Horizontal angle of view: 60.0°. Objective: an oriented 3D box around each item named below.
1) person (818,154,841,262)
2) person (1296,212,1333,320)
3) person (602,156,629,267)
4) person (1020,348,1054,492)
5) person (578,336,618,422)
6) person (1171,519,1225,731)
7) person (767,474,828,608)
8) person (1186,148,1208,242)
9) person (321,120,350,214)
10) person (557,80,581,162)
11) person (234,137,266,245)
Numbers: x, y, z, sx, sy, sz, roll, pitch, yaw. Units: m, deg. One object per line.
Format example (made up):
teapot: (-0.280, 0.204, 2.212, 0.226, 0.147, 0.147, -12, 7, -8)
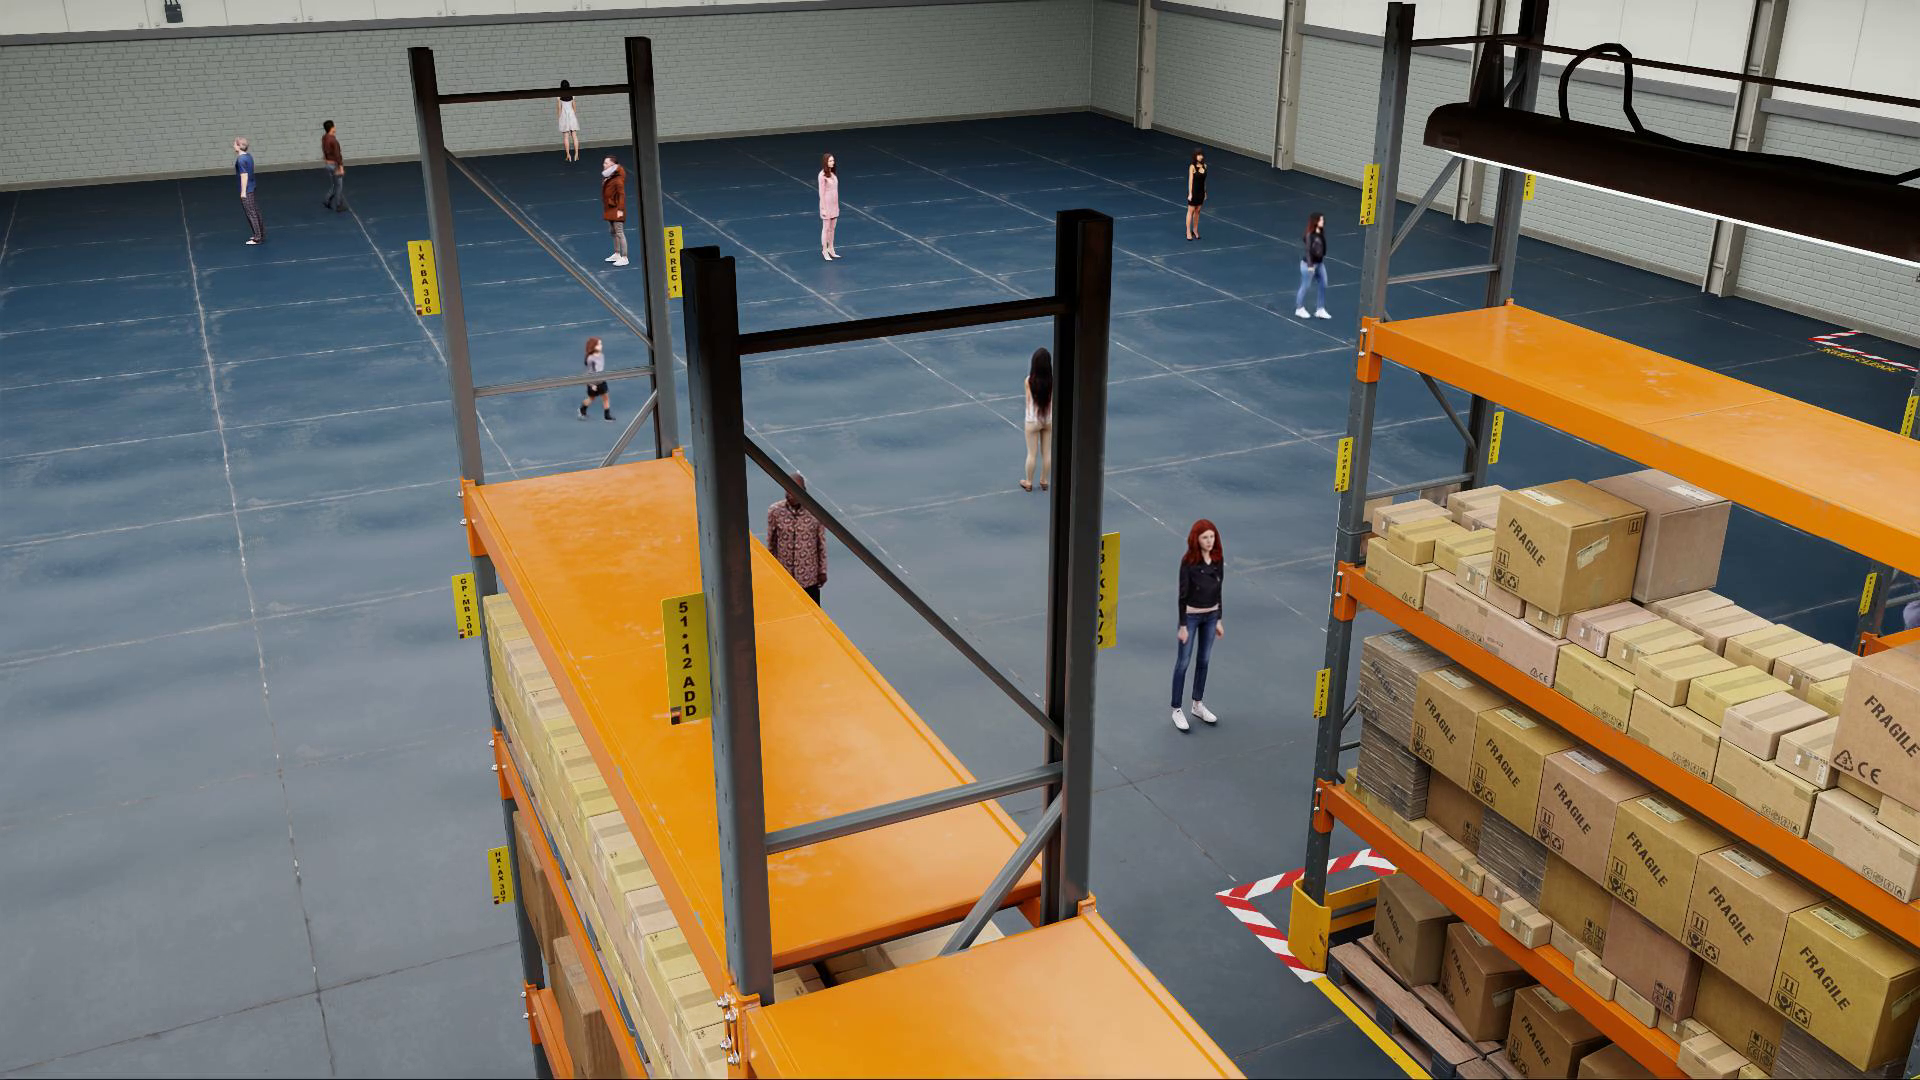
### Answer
person: (-2.262, -5.733, 28.586, 0.706, 1.803, 0.688, 13, 26, 28)
person: (5.251, -4.144, 25.087, 0.804, 1.615, 0.911, -21, 31, -41)
person: (-5.848, -5.606, 28.241, 0.795, 1.838, 0.660, -14, 27, -30)
person: (0.898, -1.318, 18.394, 0.646, 1.653, 0.571, -10, 25, -23)
person: (-4.569, -1.999, 20.718, 0.824, 1.088, 0.712, 13, 26, 27)
person: (1.940, 0.671, 13.548, 0.561, 1.786, 0.526, -10, 25, -22)
person: (-1.413, 0.267, 14.468, 0.762, 1.808, 0.731, -1, 23, -2)
person: (4.262, -6.243, 29.982, 0.606, 1.647, 0.548, -15, 27, -32)
person: (-12.136, -7.172, 32.008, 0.803, 1.772, 0.884, 17, 29, 35)
person: (-8.774, -9.390, 37.223, 0.628, 1.774, 0.607, -10, 25, -23)
person: (-12.718, -6.249, 29.711, 0.785, 1.871, 0.603, -2, 23, -5)
